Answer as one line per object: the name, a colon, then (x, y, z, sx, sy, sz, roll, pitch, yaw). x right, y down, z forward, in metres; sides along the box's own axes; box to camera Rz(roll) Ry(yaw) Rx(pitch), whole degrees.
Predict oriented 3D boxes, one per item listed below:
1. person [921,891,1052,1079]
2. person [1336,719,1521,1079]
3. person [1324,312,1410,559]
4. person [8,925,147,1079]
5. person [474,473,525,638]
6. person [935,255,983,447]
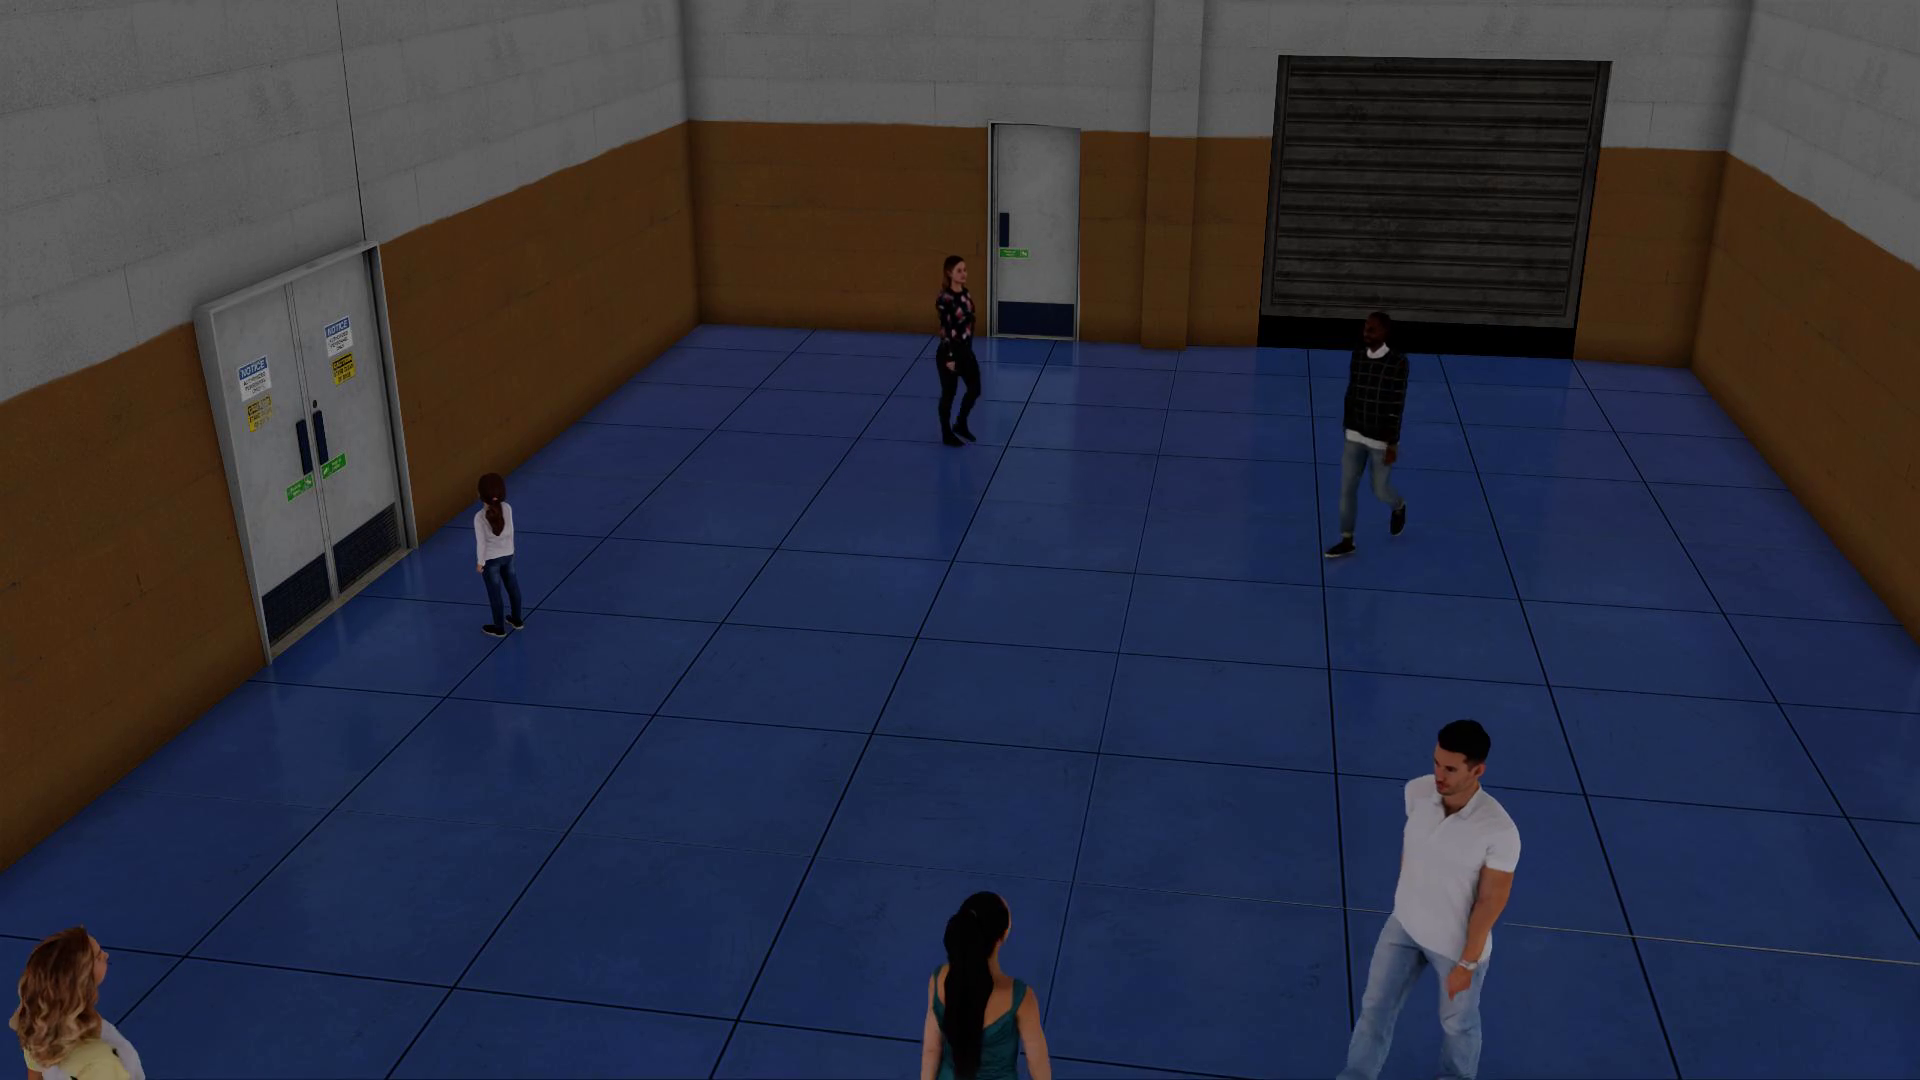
person: (0.025, 1.947, 5.483, 0.919, 1.659, 0.808, 10, 24, 24)
person: (1.914, 1.524, 6.428, 1.169, 1.738, 1.124, -15, 26, -32)
person: (3.037, -0.759, 12.027, 1.082, 1.800, 1.097, -20, 29, -40)
person: (-2.775, 2.048, 5.206, 1.211, 1.662, 1.108, 17, 28, 36)
person: (-3.021, 0.082, 10.858, 0.570, 1.111, 0.522, 15, 27, 34)
person: (-0.101, -1.625, 14.355, 0.718, 1.672, 0.679, 20, 29, 40)
